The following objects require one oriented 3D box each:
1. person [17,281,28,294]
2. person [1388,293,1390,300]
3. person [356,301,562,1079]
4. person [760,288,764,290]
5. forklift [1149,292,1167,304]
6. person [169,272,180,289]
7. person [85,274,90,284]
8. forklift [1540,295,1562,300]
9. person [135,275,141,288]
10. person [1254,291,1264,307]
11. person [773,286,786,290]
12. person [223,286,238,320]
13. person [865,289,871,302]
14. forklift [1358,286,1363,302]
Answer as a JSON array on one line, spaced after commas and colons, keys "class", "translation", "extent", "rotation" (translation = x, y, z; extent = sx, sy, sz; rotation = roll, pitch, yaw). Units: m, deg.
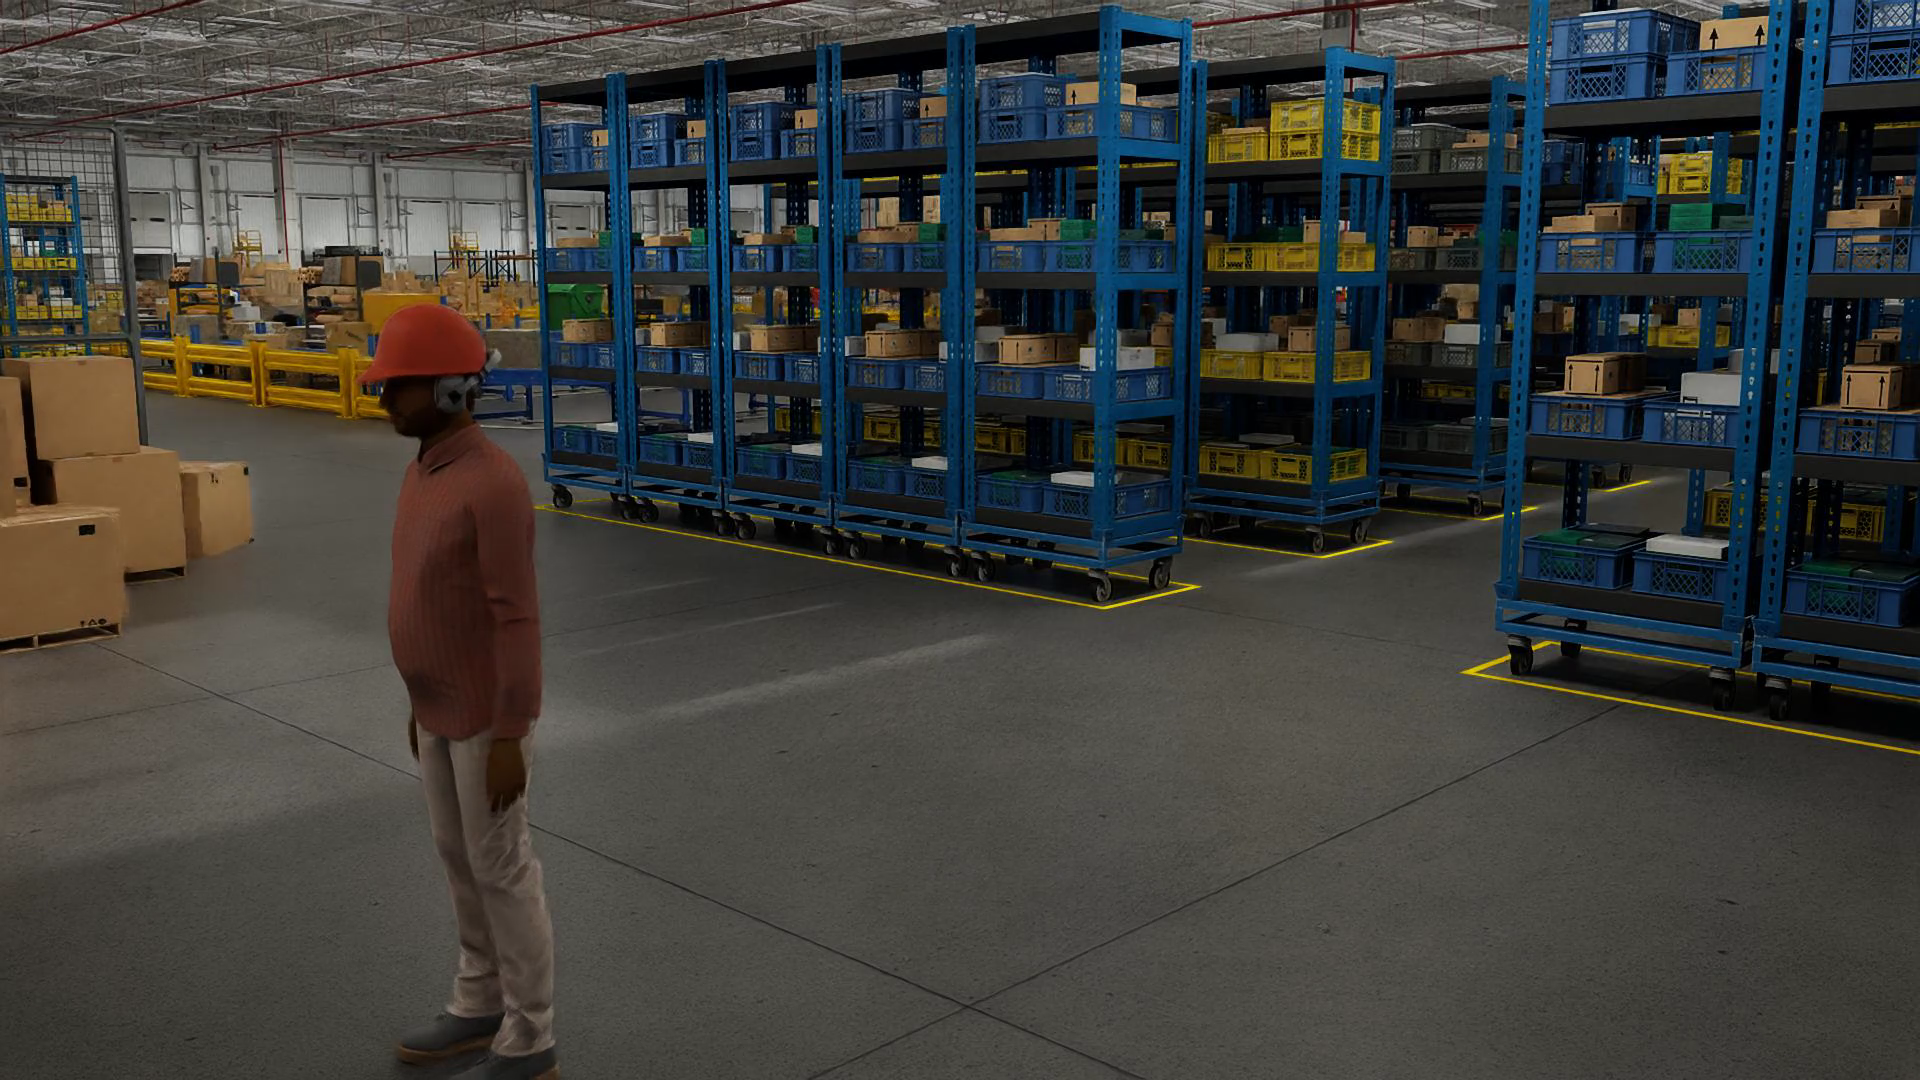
[{"class": "person", "translation": [-25.165, -6.124, 44.968], "extent": [0.690, 1.742, 0.525], "rotation": [-7, 11, -35]}, {"class": "person", "translation": [12.403, -6.738, 48.922], "extent": [0.525, 1.678, 0.542], "rotation": [9, 13, 44]}, {"class": "person", "translation": [-1.248, 0.409, 4.151], "extent": [0.397, 1.990, 0.620], "rotation": [-7, 12, -38]}, {"class": "person", "translation": [-8.886, -10.780, 73.789], "extent": [0.857, 1.657, 0.541], "rotation": [-4, 10, -23]}, {"class": "forklift", "translation": [7.495, -9.620, 62.928], "extent": [1.873, 2.768, 1.129], "rotation": [9, 13, 43]}, {"class": "person", "translation": [-38.363, -12.155, 81.173], "extent": [0.610, 1.996, 0.379], "rotation": [3, 10, 18]}, {"class": "person", "translation": [-41.163, -11.619, 78.362], "extent": [0.429, 1.842, 0.635], "rotation": [-1, 9, -6]}, {"class": "forklift", "translation": [16.105, -6.730, 45.205], "extent": [1.873, 2.768, 1.129], "rotation": [9, 13, 43]}, {"class": "person", "translation": [-26.958, -7.775, 54.182], "extent": [0.684, 2.000, 0.535], "rotation": [9, 13, 44]}, {"class": "person", "translation": [7.018, -5.347, 39.768], "extent": [0.596, 1.896, 1.033], "rotation": [5, 10, 27]}, {"class": "person", "translation": [-8.514, -11.618, 78.177], "extent": [0.633, 1.897, 0.666], "rotation": [-2, 10, -13]}, {"class": "person", "translation": [-16.536, -4.991, 37.637], "extent": [0.316, 1.870, 0.532], "rotation": [2, 10, 15]}, {"class": "person", "translation": [-4.029, -10.426, 70.915], "extent": [0.774, 1.893, 0.605], "rotation": [-1, 9, -5]}, {"class": "forklift", "translation": [11.100, -7.017, 46.970], "extent": [1.873, 2.768, 1.129], "rotation": [9, 13, 43]}]
